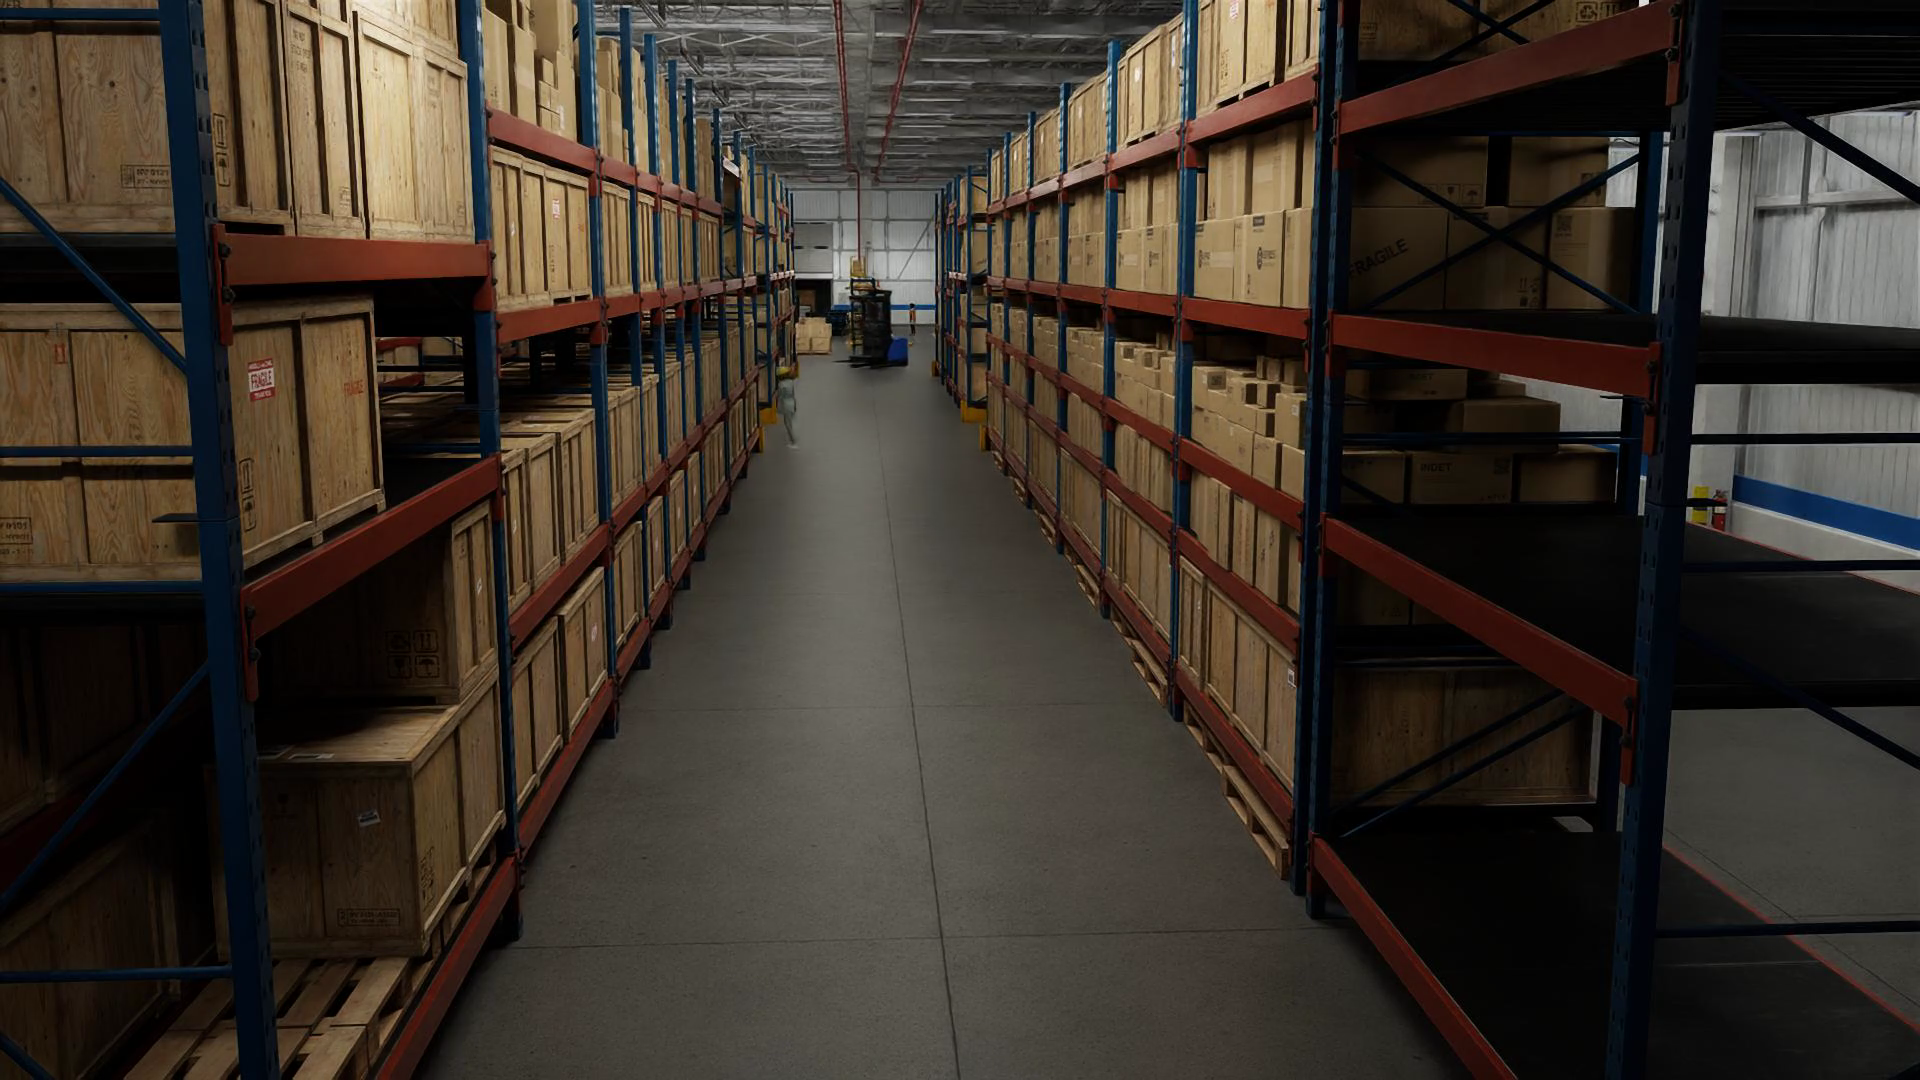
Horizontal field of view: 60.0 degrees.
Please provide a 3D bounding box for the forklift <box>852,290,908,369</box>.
[{"bbox_3d":[-2.858,-7.611,59.932,1.129,2.768,1.873,9,13,43],"label":"forklift"}]

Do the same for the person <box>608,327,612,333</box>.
[{"bbox_3d":[-12.128,-6.717,58.186,0.785,1.649,0.641,4,10,24],"label":"person"}]

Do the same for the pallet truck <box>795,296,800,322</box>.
[{"bbox_3d":[-8.622,-12.439,91.403,1.885,1.965,0.823,2,10,13],"label":"pallet truck"}]

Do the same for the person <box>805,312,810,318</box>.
[{"bbox_3d":[-6.641,-9.116,72.558,0.528,1.661,0.797,-4,10,-20],"label":"person"}]

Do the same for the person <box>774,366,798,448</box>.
[{"bbox_3d":[-3.579,-2.733,34.329,0.510,1.696,0.563,4,10,23],"label":"person"}]

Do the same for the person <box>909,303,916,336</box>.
[{"bbox_3d":[-2.468,-11.503,86.747,0.320,1.685,0.539,4,10,22],"label":"person"}]
